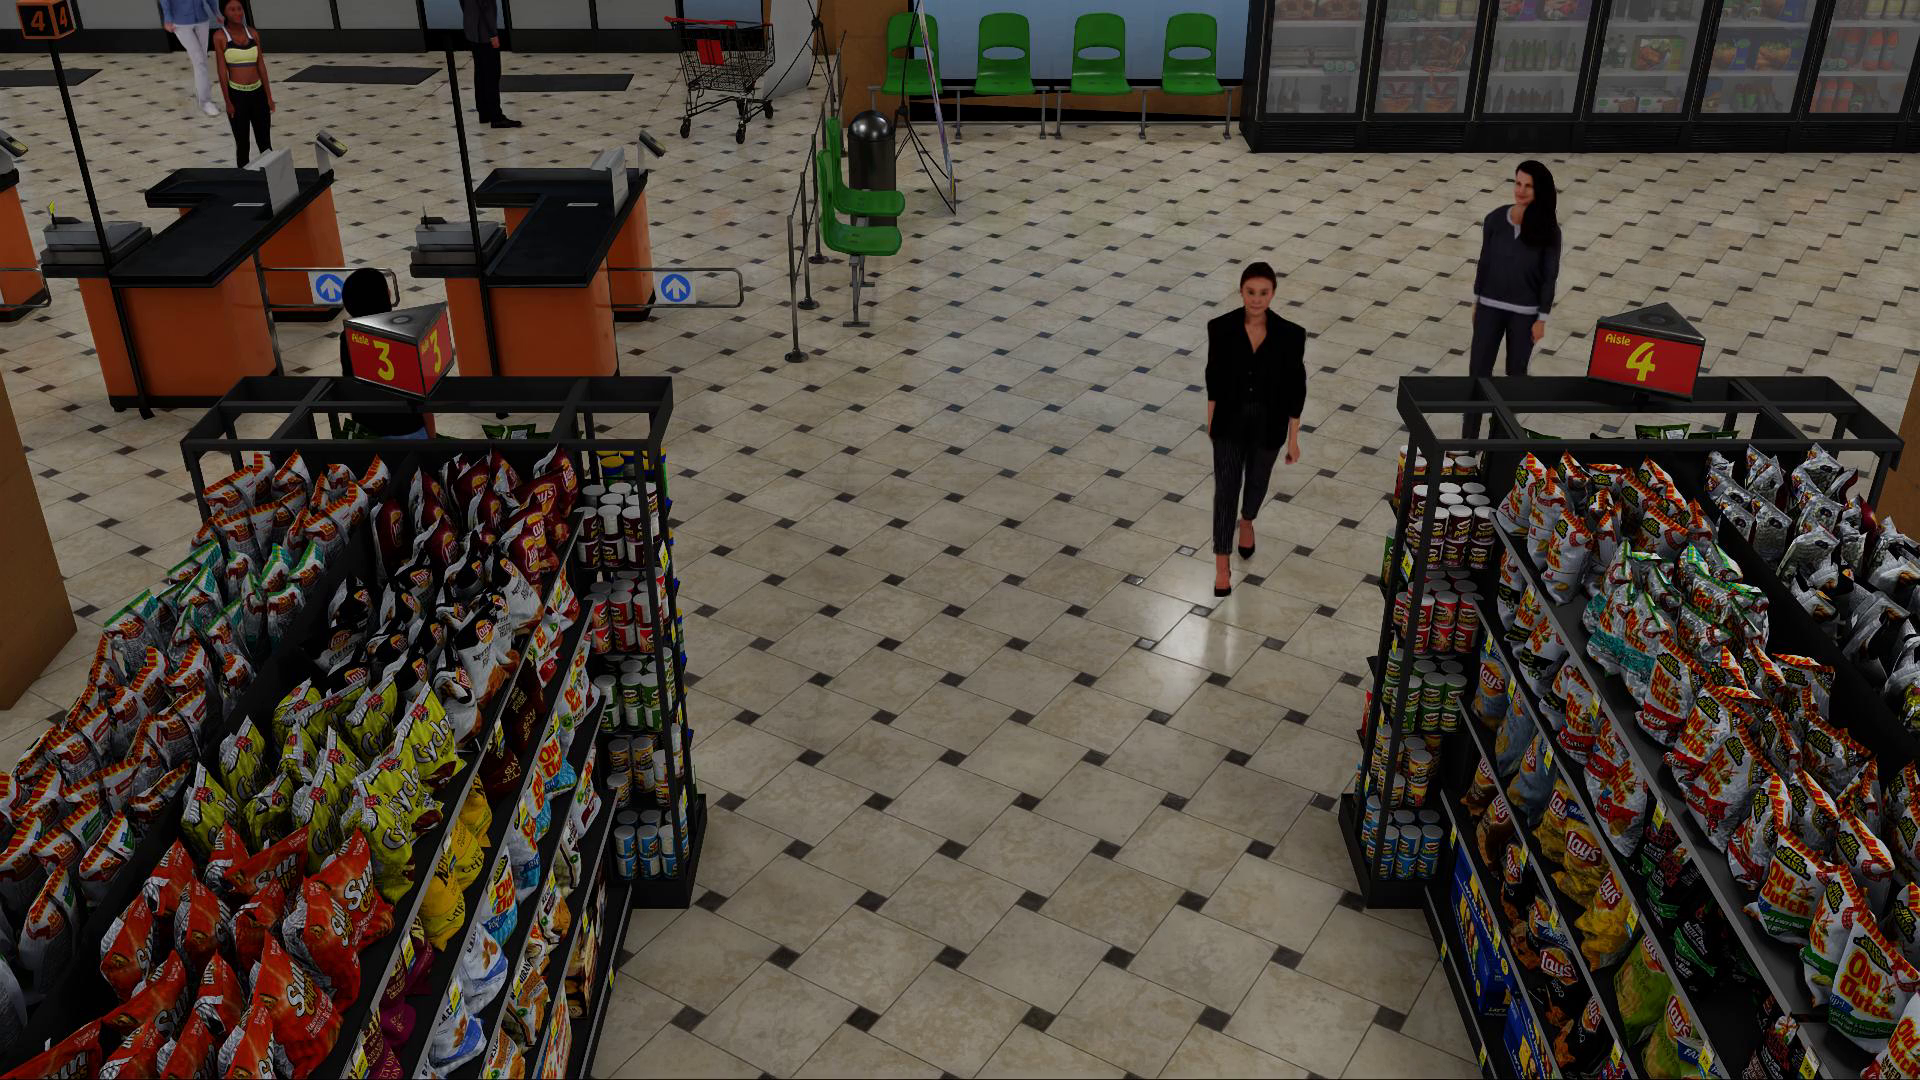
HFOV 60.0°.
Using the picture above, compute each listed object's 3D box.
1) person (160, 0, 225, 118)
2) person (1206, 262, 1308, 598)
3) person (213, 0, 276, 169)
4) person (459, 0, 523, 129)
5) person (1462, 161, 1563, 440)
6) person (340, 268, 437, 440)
[{"bbox_3d":[-7.782,-5.243,16.702,0.931,1.867,0.891,15,32,25],"label":"person"},{"bbox_3d":[1.479,-0.612,8.415,0.801,1.681,1.114,5,29,9],"label":"person"},{"bbox_3d":[-6.004,-3.700,13.996,0.642,1.753,0.689,-22,36,-35],"label":"person"},{"bbox_3d":[-4.667,-4.990,16.266,0.870,1.842,0.776,-20,35,-33],"label":"person"},{"bbox_3d":[3.235,-1.326,9.720,0.991,1.683,1.187,16,33,27],"label":"person"},{"bbox_3d":[-2.808,-0.533,8.249,0.578,1.701,0.541,2,29,3],"label":"person"}]
